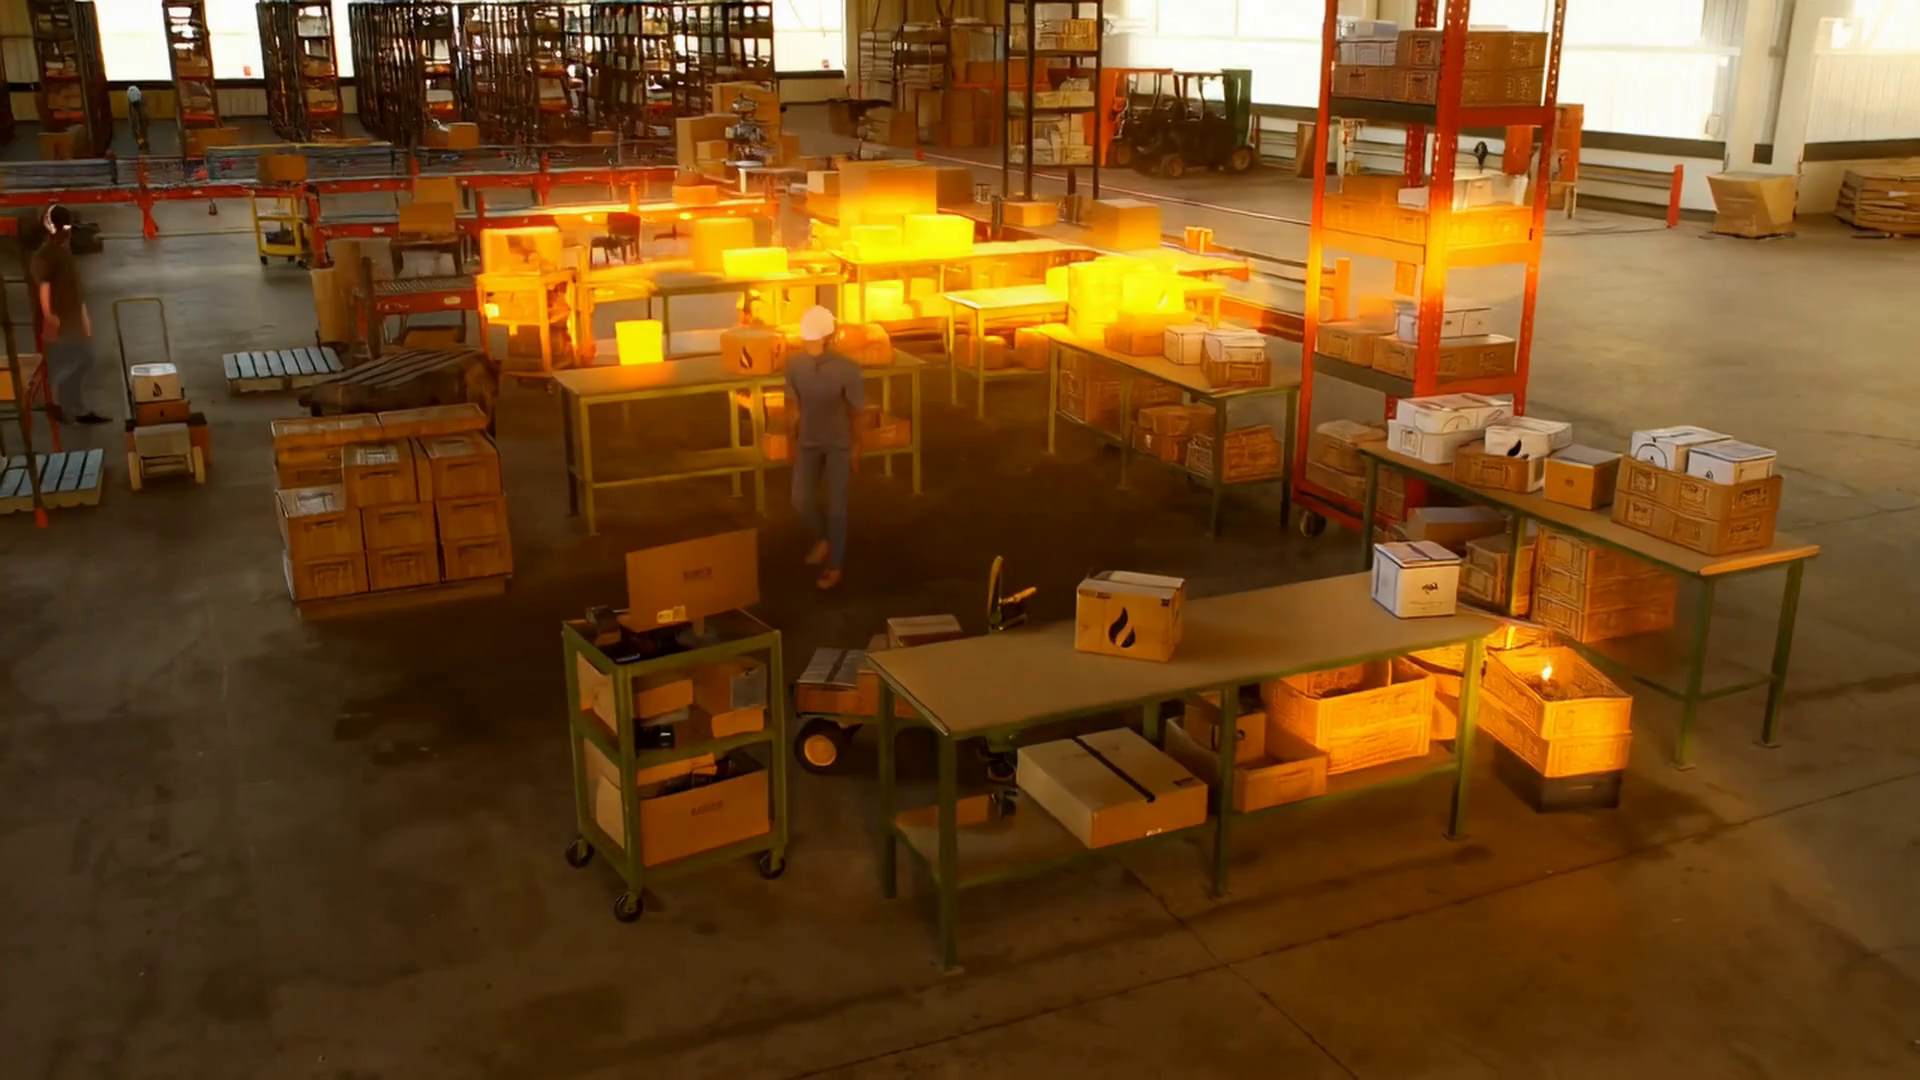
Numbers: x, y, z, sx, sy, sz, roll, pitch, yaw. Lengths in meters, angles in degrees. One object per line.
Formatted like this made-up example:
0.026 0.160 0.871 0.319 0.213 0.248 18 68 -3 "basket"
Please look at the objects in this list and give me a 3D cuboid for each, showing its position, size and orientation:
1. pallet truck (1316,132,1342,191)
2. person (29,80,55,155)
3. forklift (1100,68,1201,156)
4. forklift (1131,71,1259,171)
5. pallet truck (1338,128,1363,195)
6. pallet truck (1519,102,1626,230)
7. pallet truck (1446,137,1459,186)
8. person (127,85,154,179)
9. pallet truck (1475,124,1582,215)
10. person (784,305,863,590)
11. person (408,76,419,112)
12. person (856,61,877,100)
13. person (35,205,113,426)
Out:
7.723 -7.504 32.656 1.601 1.201 0.680 -8 19 -23 "pallet truck"
-22.310 -10.377 40.799 0.776 1.802 0.587 -15 23 -40 "person"
4.082 -9.564 37.410 2.680 1.987 1.157 -8 19 -23 "forklift"
4.998 -8.936 35.413 2.680 1.987 1.157 -9 20 -25 "forklift"
7.845 -7.140 31.411 1.522 1.261 0.704 -9 20 -25 "pallet truck"
9.972 -6.037 26.785 1.885 1.965 0.823 -9 20 -25 "pallet truck"
9.184 -6.485 29.328 1.630 1.274 0.653 -8 19 -23 "pallet truck"
-17.094 -8.479 34.626 0.406 1.906 0.654 -8 19 -23 "person"
9.707 -6.455 28.103 1.885 1.965 0.823 -7 19 -20 "pallet truck"
-0.807 -0.554 9.918 0.535 1.740 0.484 6 18 17 "person"
-17.659 -14.384 53.417 0.911 1.786 0.618 -14 22 -37 "person"
-2.731 -13.054 48.926 0.619 1.976 0.643 -1 18 -4 "person"
-7.397 -1.857 13.857 0.402 1.858 0.517 -3 18 -8 "person"
